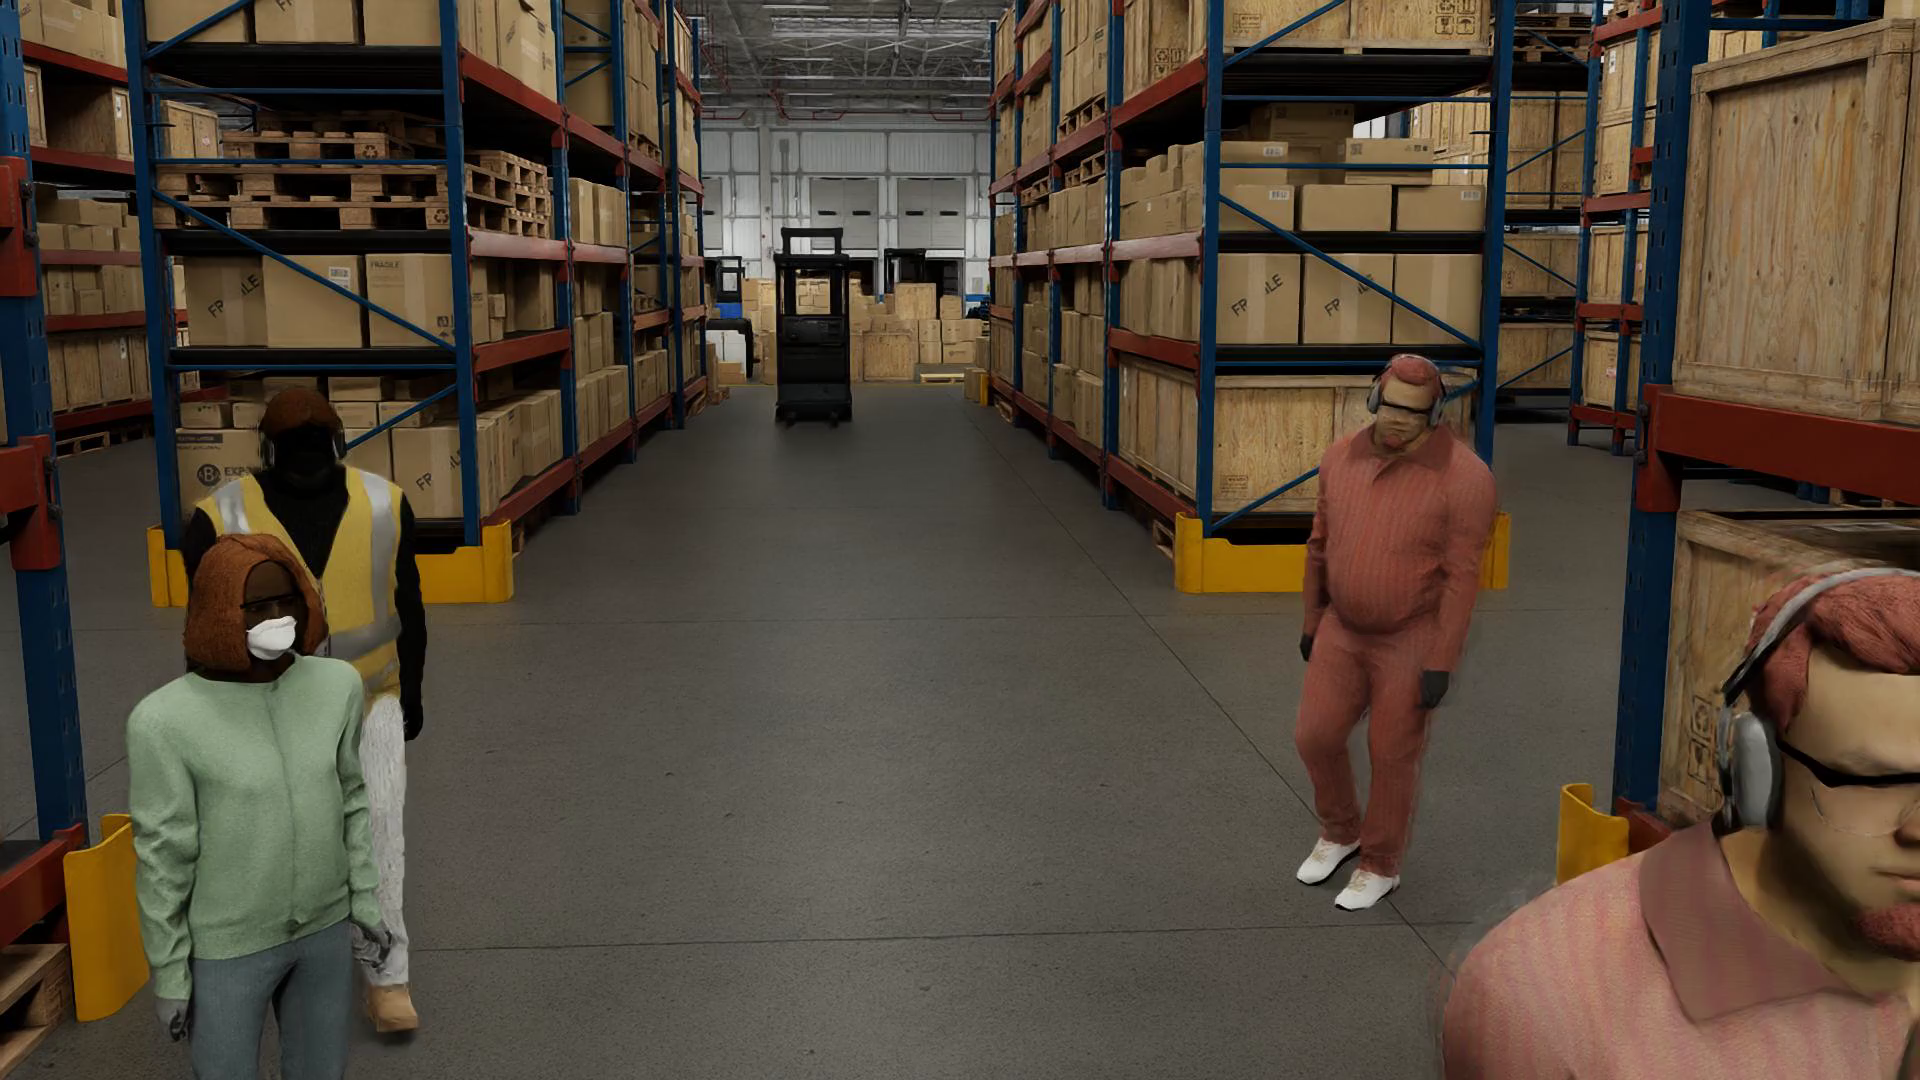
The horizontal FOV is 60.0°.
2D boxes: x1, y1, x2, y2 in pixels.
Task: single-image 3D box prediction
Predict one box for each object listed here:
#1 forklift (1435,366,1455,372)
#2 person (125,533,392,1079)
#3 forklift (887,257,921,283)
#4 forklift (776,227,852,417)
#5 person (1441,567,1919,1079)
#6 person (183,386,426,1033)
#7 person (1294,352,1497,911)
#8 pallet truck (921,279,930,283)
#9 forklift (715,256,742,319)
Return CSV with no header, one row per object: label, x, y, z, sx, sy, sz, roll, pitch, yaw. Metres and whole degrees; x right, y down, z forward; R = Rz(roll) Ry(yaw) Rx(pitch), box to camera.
forklift,5.160,-2.371,19.218,1.129,2.768,1.873,2,9,13
person,-1.353,0.790,3.269,0.276,1.633,0.507,6,11,33
forklift,-1.475,-6.327,44.060,1.129,2.768,1.873,-1,9,-4
forklift,-2.210,-3.306,25.087,1.129,2.768,1.873,-1,9,-4
person,0.751,0.964,1.406,0.649,1.885,0.679,0,9,1
person,-1.790,0.483,4.650,0.652,1.805,0.817,-5,10,-28
person,1.392,0.321,5.477,0.689,1.874,0.413,9,13,44
pallet truck,-0.932,-8.922,63.114,1.885,1.965,0.823,2,9,13
forklift,-8.574,-9.187,62.019,1.129,2.768,1.873,-1,9,-4
